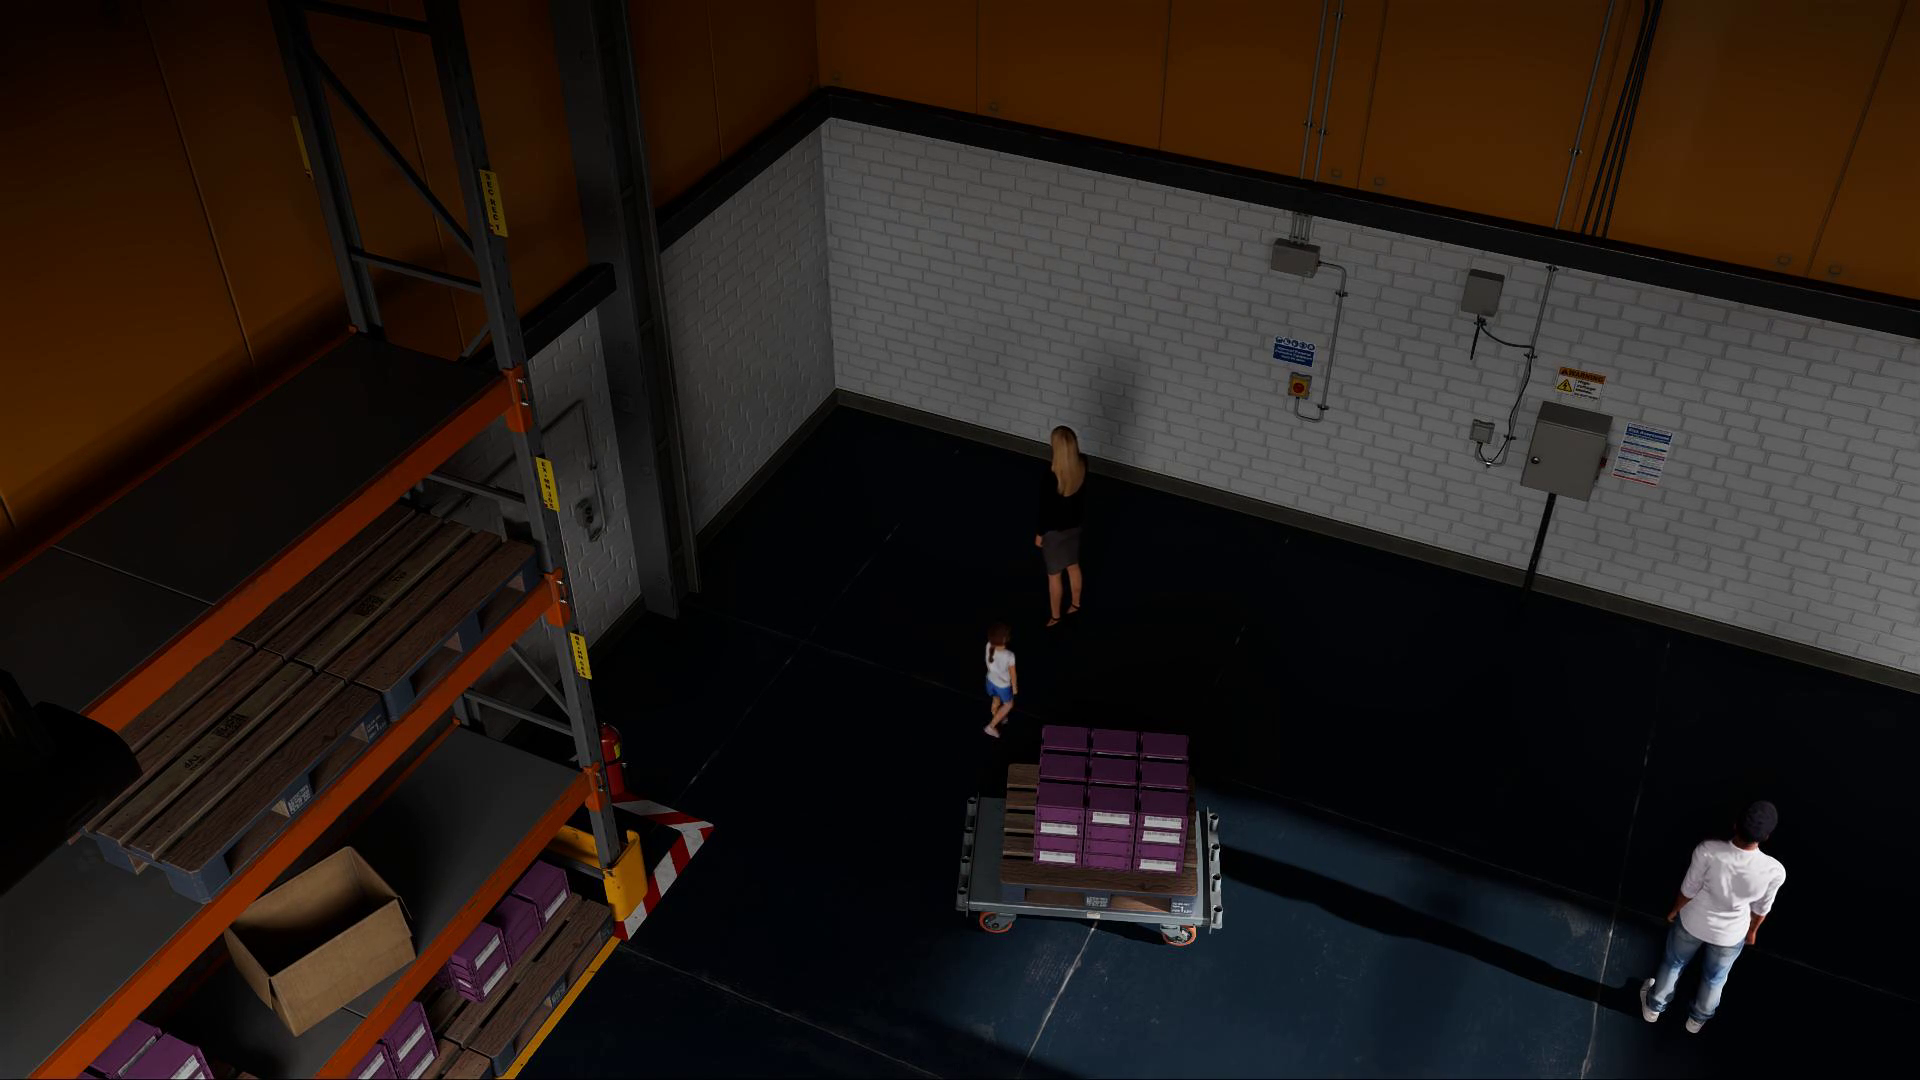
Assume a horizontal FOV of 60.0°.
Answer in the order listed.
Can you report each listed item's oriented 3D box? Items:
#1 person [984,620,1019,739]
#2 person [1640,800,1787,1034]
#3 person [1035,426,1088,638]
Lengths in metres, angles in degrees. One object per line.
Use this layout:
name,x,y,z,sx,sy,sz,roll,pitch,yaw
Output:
person,0.254,0.993,11.636,0.506,1.015,0.580,31,48,32
person,4.325,2.157,9.537,0.636,1.815,0.557,15,41,18
person,0.760,-0.060,12.293,0.608,1.840,0.731,-30,47,-32
